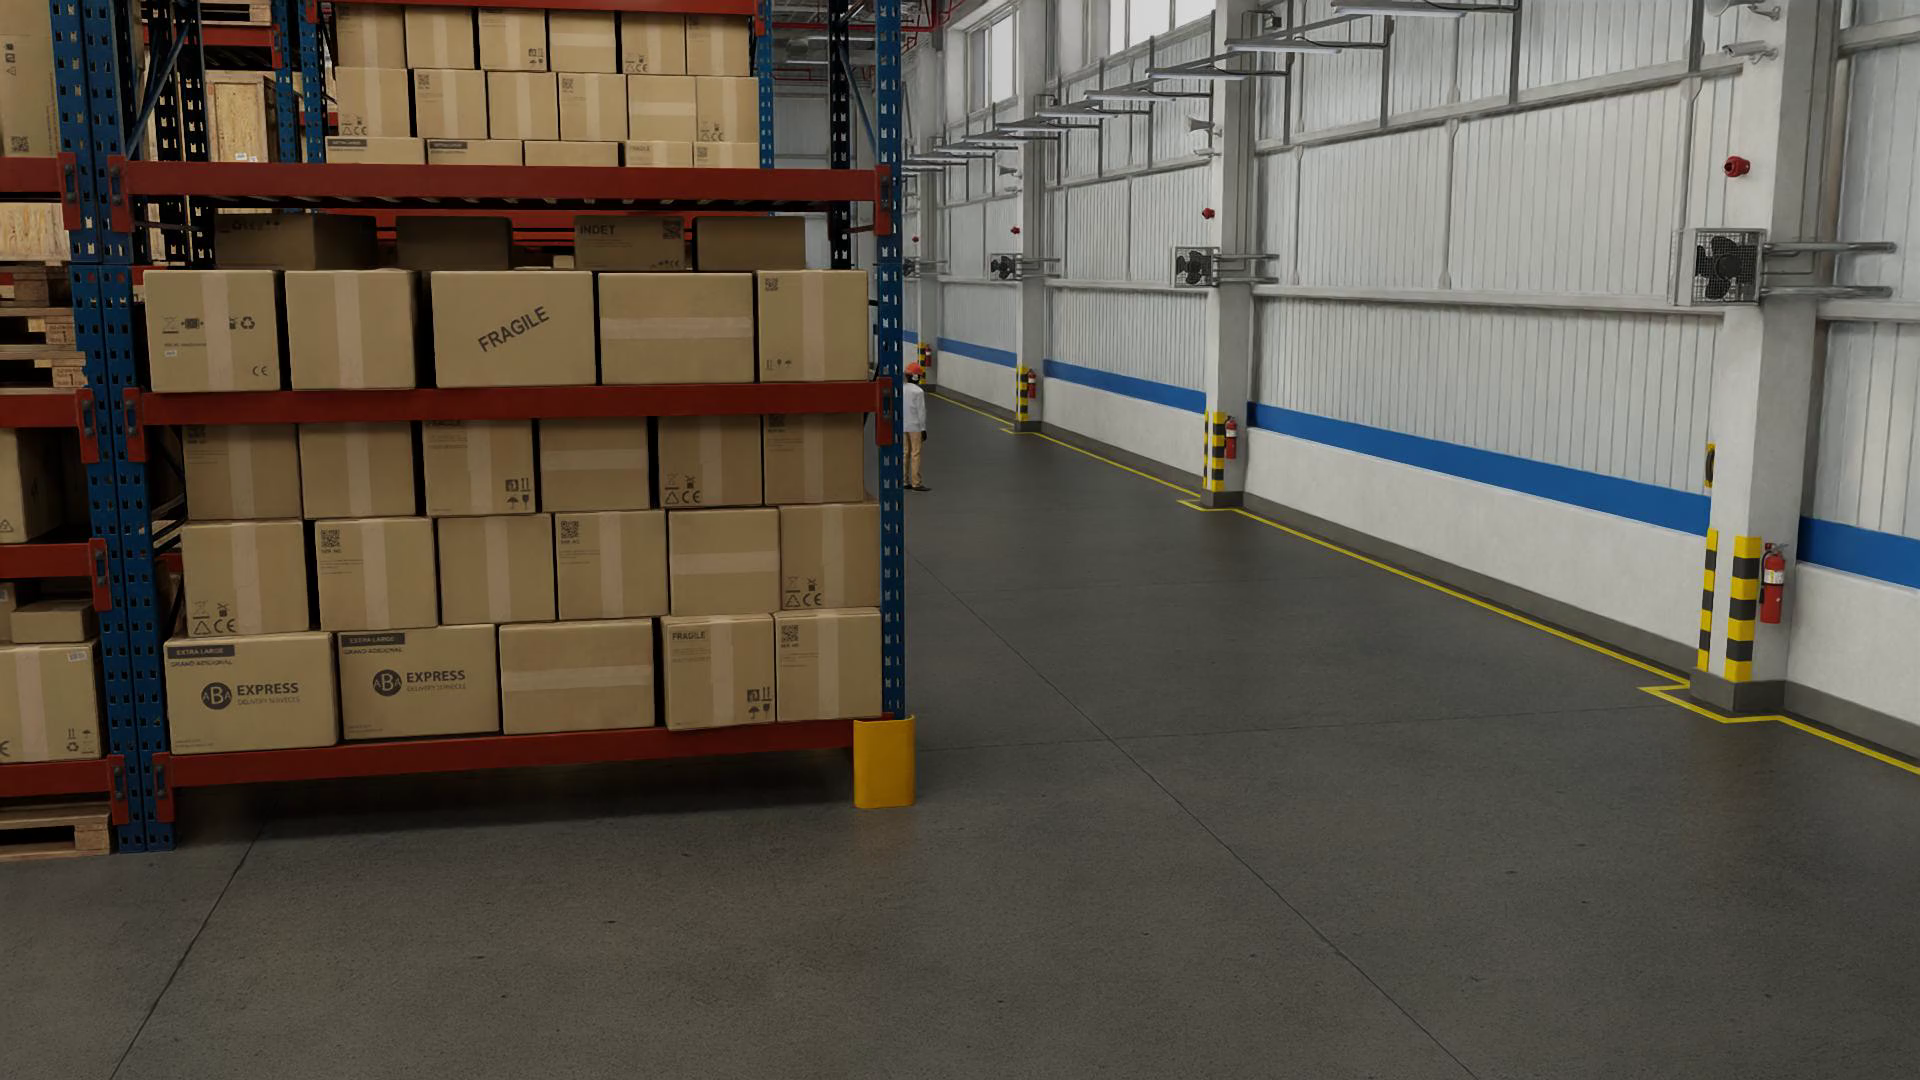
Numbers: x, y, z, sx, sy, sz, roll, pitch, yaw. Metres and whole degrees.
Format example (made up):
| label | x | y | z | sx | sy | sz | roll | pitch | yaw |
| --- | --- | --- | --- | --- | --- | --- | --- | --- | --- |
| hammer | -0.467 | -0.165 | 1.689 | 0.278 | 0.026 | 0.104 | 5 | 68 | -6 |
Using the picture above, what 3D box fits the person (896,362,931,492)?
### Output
| label | x | y | z | sx | sy | sz | roll | pitch | yaw |
| --- | --- | --- | --- | --- | --- | --- | --- | --- | --- |
| person | -0.632 | -1.532 | 22.554 | 0.320 | 1.755 | 0.563 | -8 | 12 | -39 |
